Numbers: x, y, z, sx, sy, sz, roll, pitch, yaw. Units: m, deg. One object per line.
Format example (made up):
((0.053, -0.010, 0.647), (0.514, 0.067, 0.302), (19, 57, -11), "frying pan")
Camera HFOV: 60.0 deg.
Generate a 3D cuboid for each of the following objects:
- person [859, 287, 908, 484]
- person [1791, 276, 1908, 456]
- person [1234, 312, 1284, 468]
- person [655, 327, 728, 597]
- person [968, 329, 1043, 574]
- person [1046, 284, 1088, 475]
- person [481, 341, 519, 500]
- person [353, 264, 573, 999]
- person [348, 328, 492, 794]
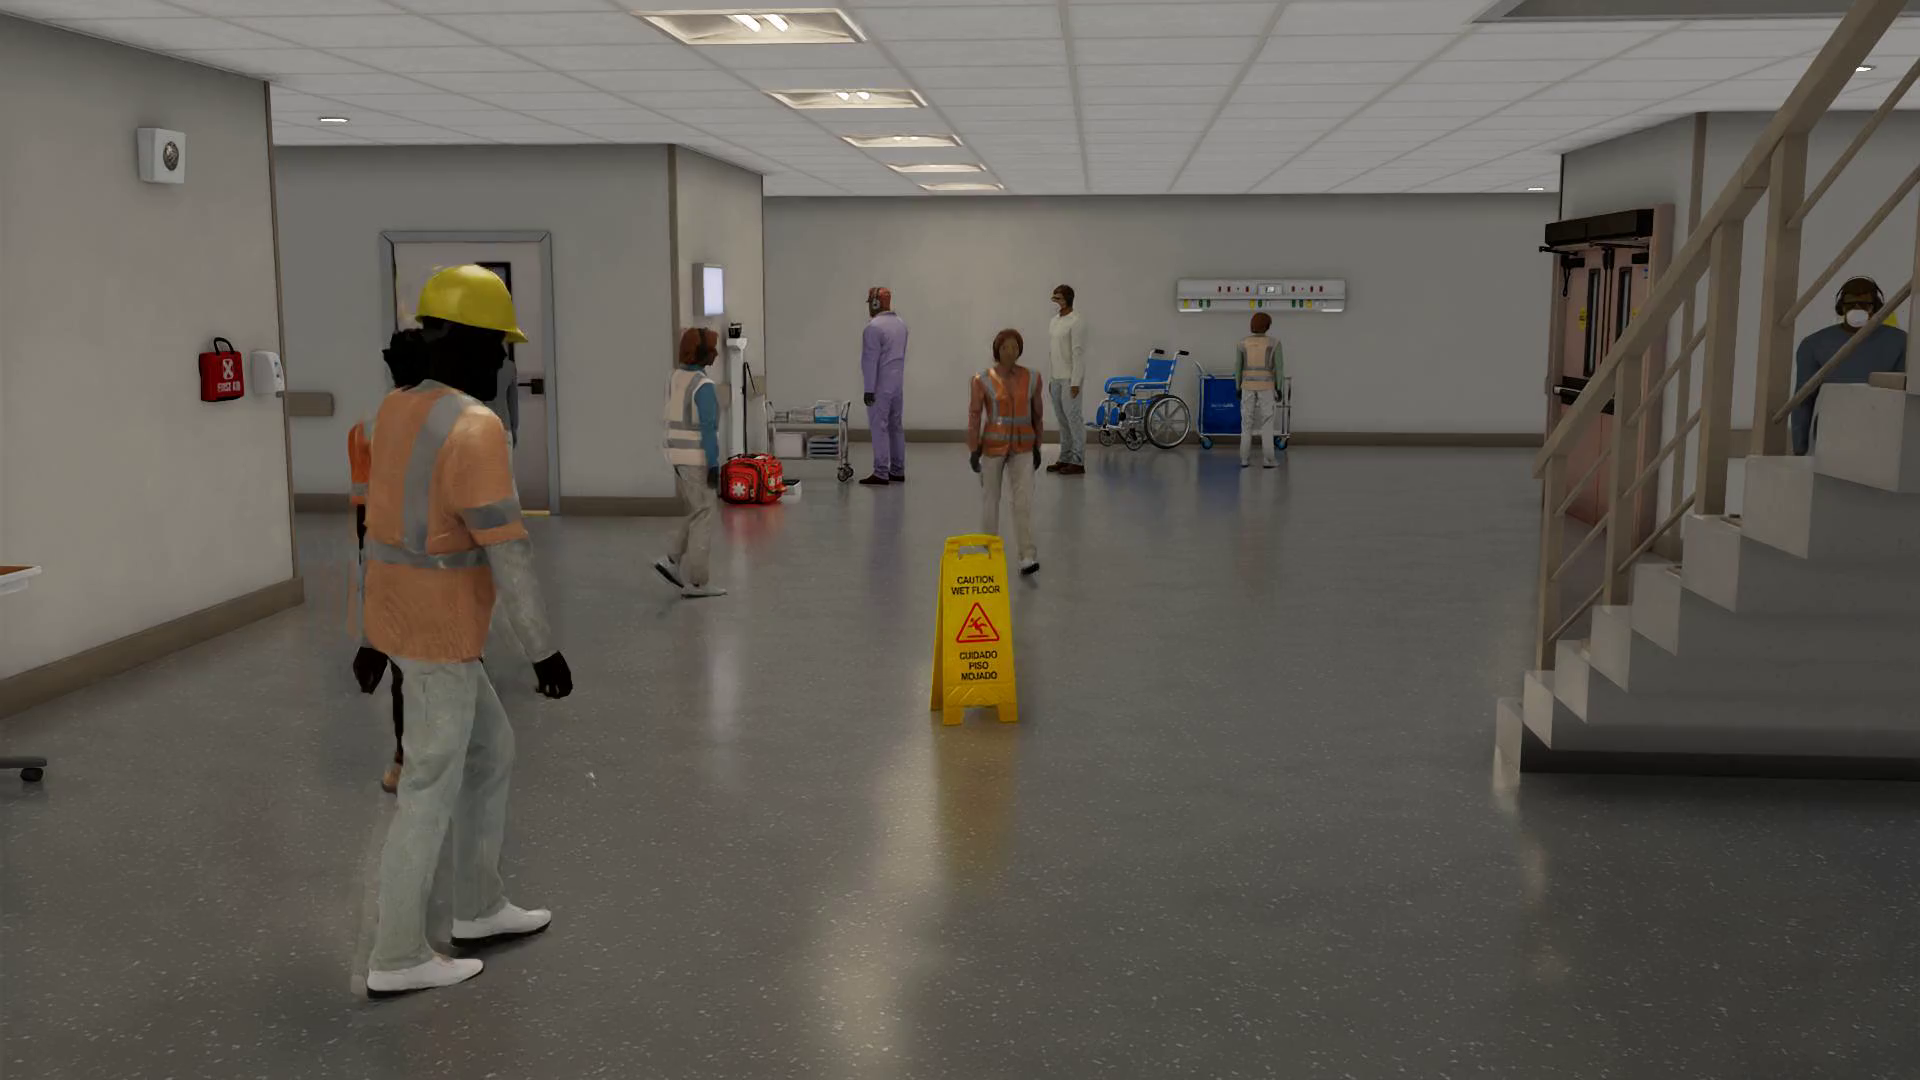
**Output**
((-0.757, -1.486, 16.059), (0.399, 1.899, 0.647), (4, 9, 28), "person")
((5.136, -0.549, 9.589), (0.636, 1.929, 0.370), (4, 9, 26), "person")
((3.146, -1.571, 17.513), (0.523, 1.636, 0.310), (4, 9, 27), "person")
((-1.566, -0.459, 9.976), (0.366, 1.623, 0.542), (-5, 10, -30), "person")
((0.306, -0.583, 10.931), (0.541, 1.583, 0.878), (-2, 9, -13), "person")
((1.084, -1.630, 16.930), (0.371, 1.932, 0.628), (-4, 9, -23), "person")
((-3.377, -0.749, 11.932), (0.266, 1.631, 0.509), (6, 10, 34), "person")
((-1.295, 0.232, 4.396), (0.734, 1.893, 0.597), (-6, 10, -36), "person")
((-1.932, 0.087, 6.033), (0.532, 1.699, 0.318), (-6, 10, -34), "person")
